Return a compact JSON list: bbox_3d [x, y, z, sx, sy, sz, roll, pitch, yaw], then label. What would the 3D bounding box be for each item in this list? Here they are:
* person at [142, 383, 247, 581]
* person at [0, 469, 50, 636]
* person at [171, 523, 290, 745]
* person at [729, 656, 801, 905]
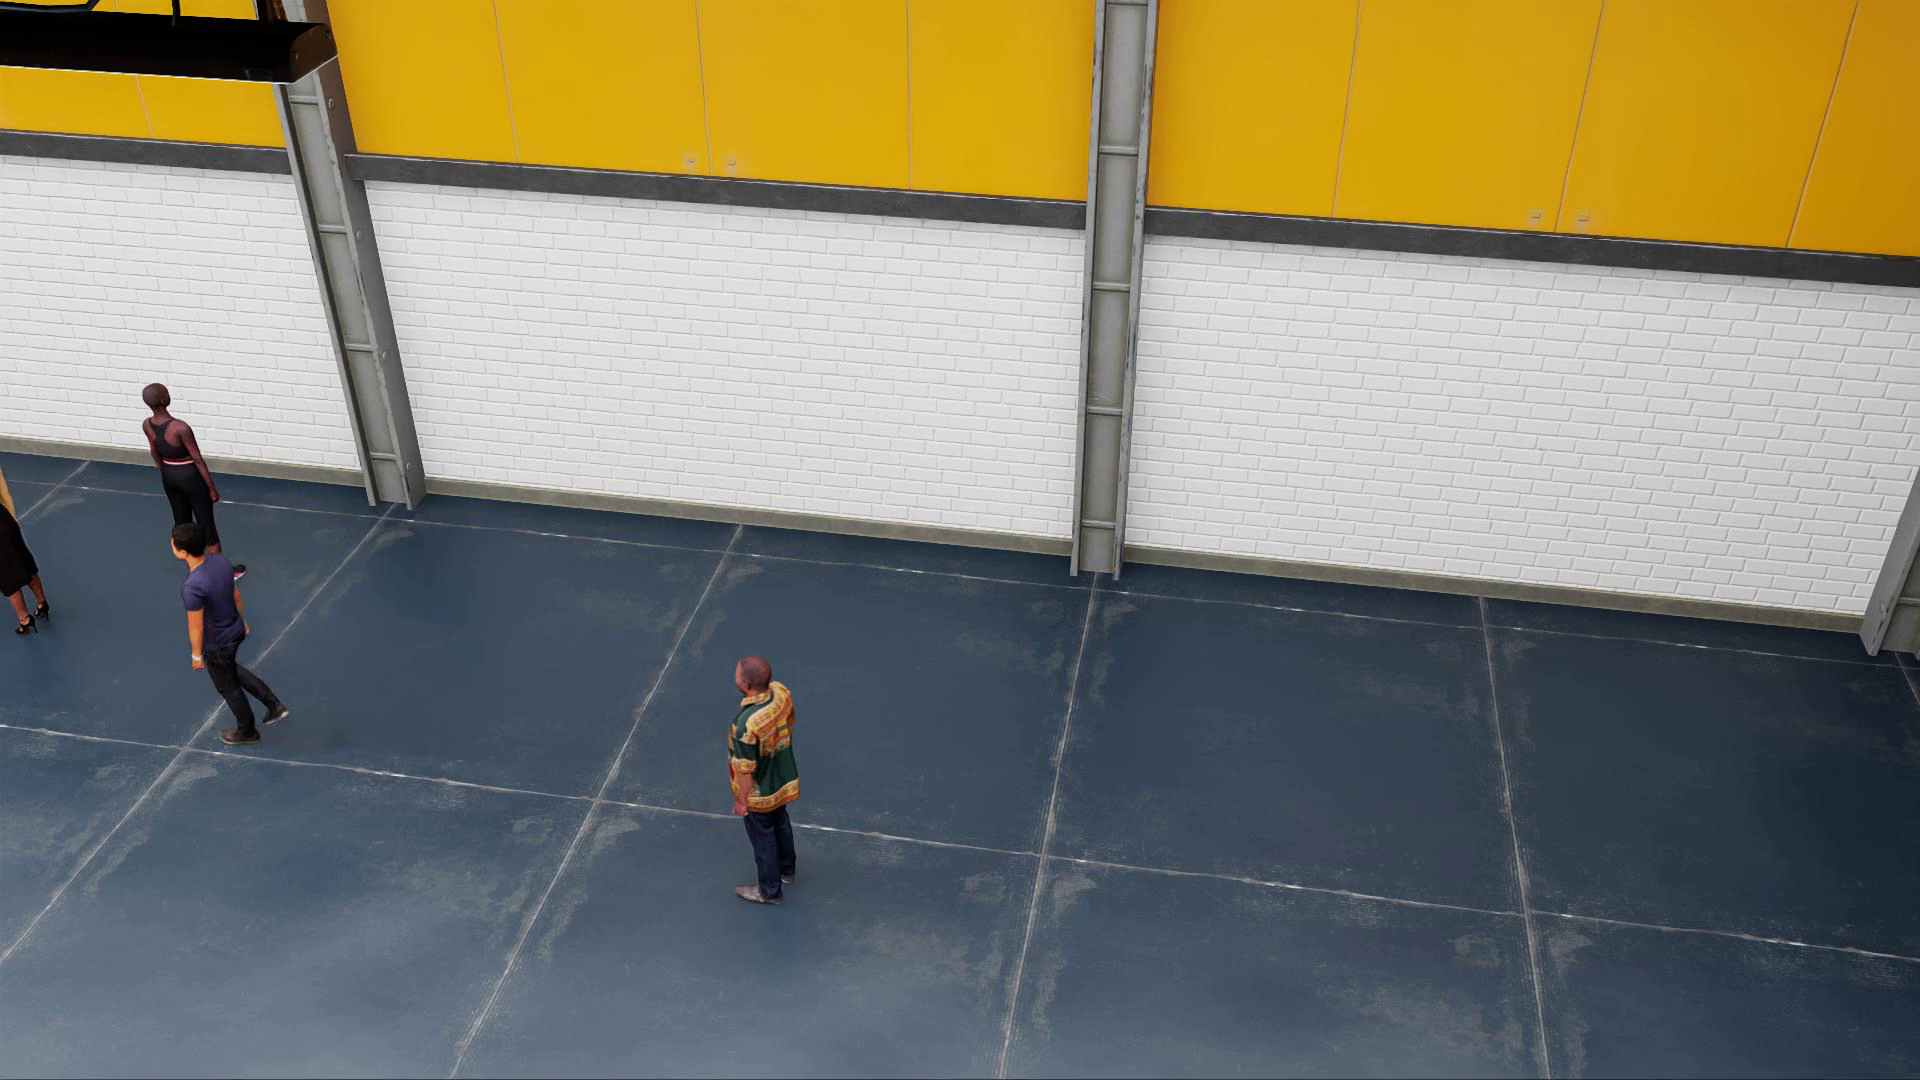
[{"bbox_3d":[-5.947,-0.420,12.745,0.469,1.758,0.639,7,34,11],"label":"person"},{"bbox_3d":[-7.097,-0.037,12.262,0.547,1.654,0.586,8,34,12],"label":"person"},{"bbox_3d":[-4.858,0.660,11.099,0.741,1.779,0.689,2,34,3],"label":"person"},{"bbox_3d":[-1.167,1.423,9.925,0.737,1.808,0.756,13,36,19],"label":"person"}]
